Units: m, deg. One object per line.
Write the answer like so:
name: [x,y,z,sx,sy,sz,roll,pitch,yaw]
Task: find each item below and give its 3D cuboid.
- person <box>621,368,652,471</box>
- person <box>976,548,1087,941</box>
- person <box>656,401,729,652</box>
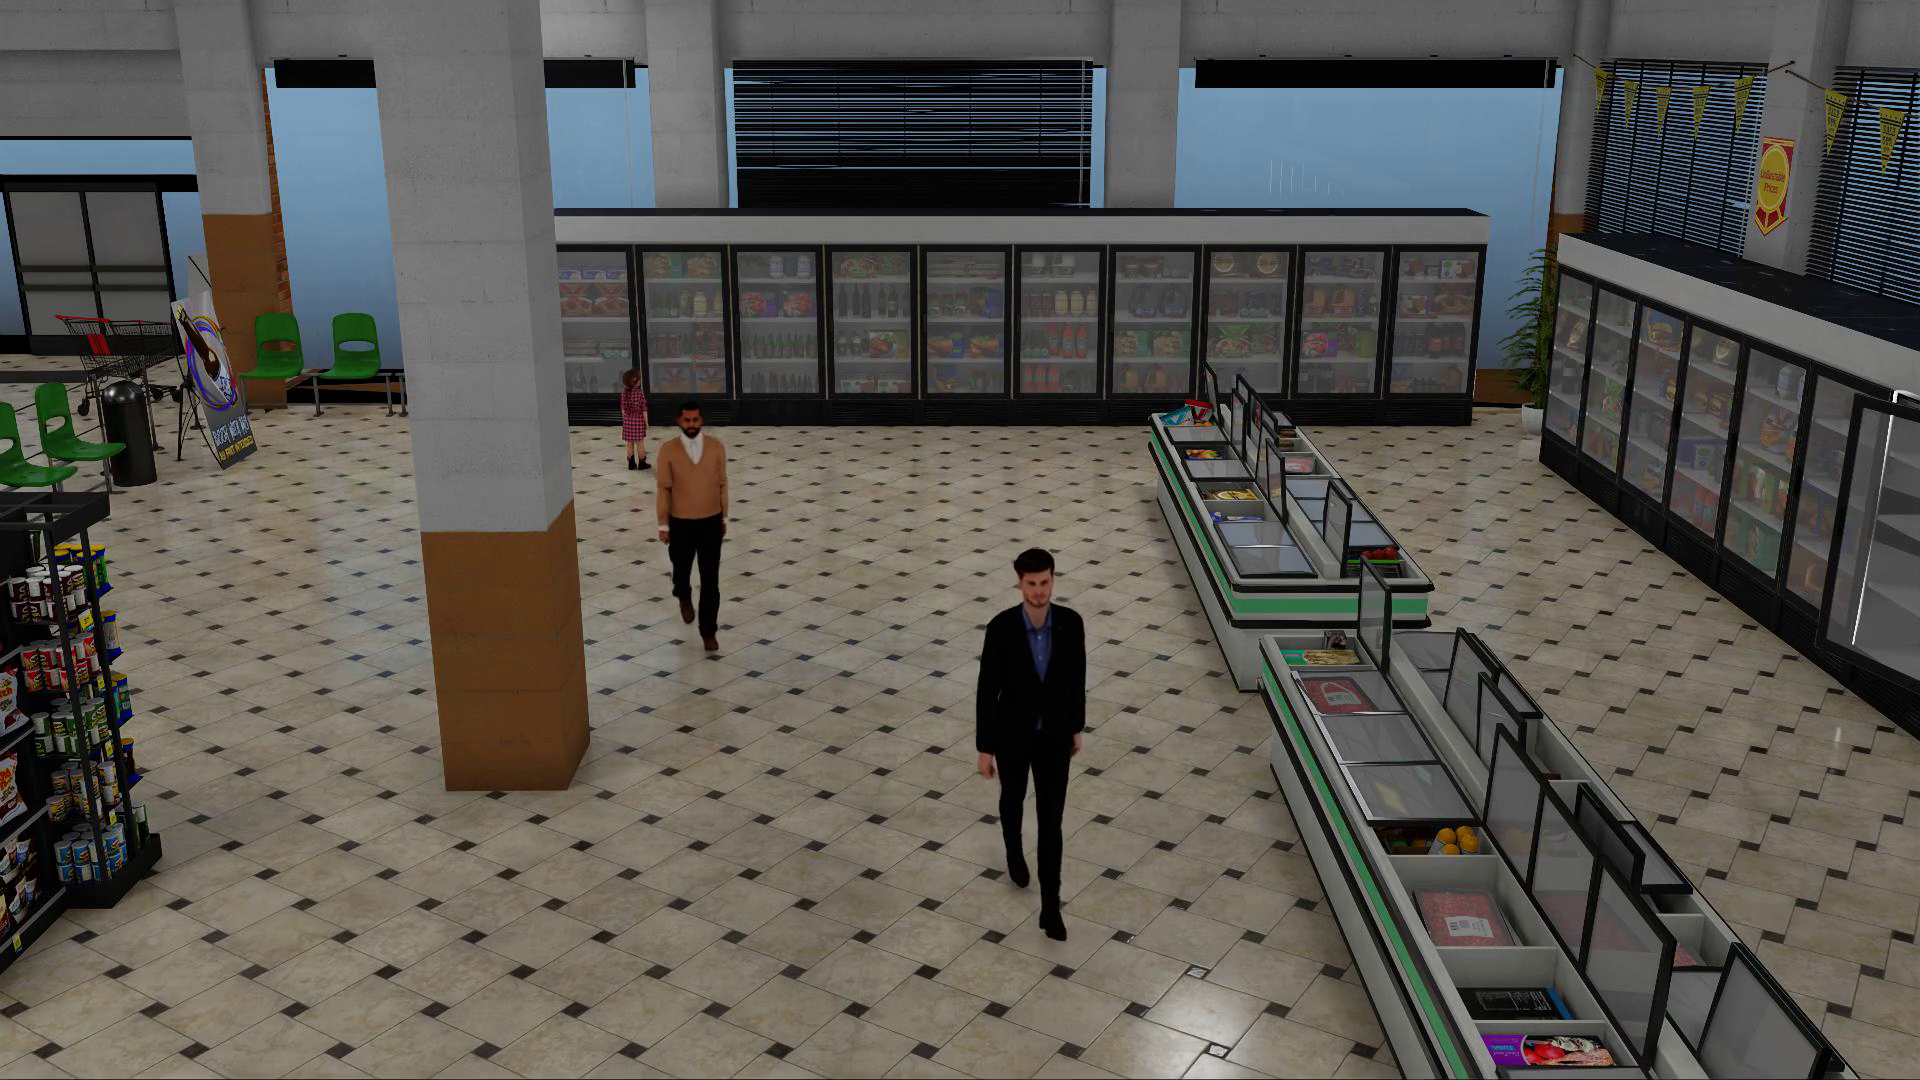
person: [-3.228,-1.198,16.481,0.460,1.022,0.483,3,17,11]
person: [0.327,0.919,8.101,0.817,1.840,1.234,-2,17,-7]
person: [-1.881,-0.129,11.749,0.868,1.726,1.183,-5,18,-15]
